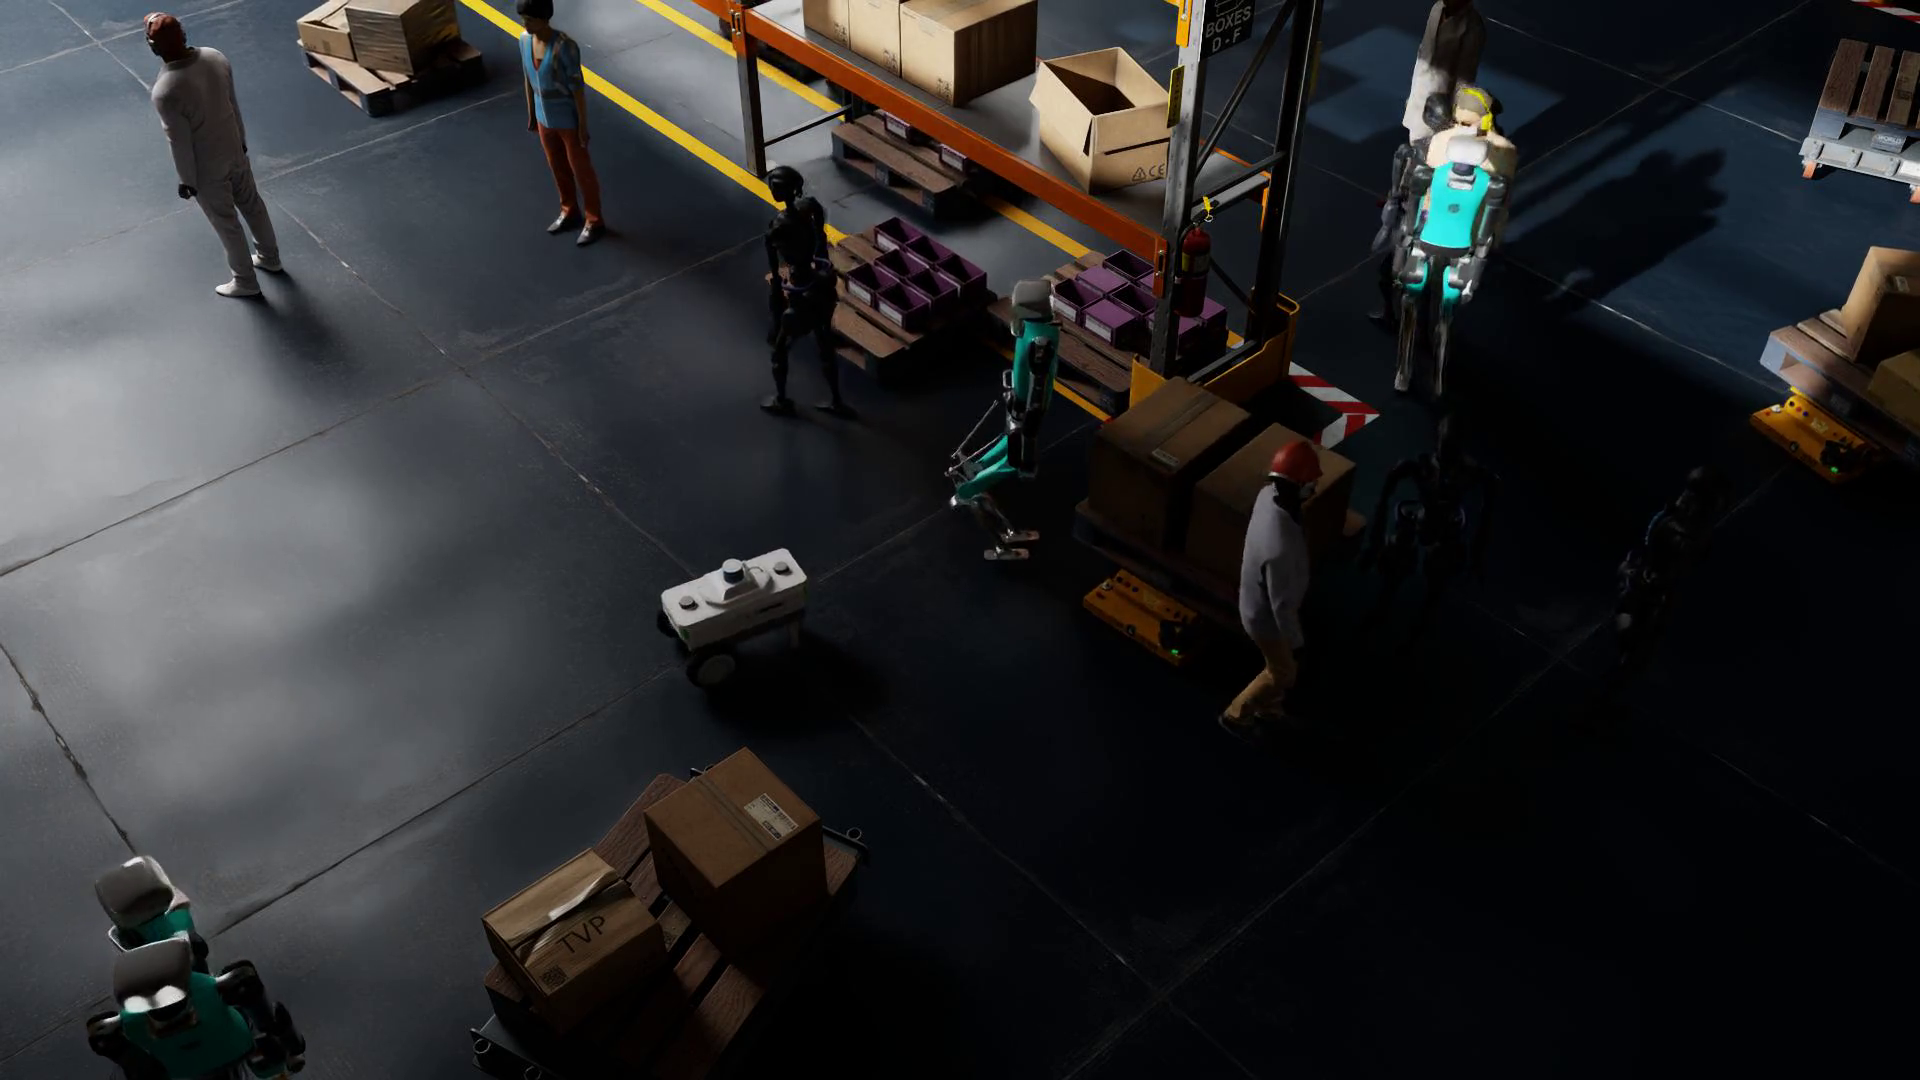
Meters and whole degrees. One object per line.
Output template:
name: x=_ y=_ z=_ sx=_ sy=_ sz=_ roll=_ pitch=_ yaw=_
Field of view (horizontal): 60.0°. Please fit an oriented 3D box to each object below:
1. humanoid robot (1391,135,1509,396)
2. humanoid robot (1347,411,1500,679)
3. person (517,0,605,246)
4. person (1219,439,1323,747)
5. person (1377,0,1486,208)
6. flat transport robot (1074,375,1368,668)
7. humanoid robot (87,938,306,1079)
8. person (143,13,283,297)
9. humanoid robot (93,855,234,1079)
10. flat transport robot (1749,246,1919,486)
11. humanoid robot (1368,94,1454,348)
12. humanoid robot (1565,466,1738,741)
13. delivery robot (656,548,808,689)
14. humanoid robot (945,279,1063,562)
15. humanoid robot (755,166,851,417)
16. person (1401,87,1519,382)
humanoid robot: x=2.814 y=-1.641 z=9.803 sx=0.545 sy=1.810 sz=0.681 roll=10 pitch=43 yaw=10
humanoid robot: x=2.254 y=0.021 z=8.037 sx=0.608 sy=1.649 sz=0.341 roll=4 pitch=43 yaw=5
person: x=-2.669 y=-2.803 z=11.044 sx=0.495 sy=1.759 sz=0.335 roll=21 pitch=47 yaw=22
person: x=1.495 y=0.294 z=7.705 sx=0.421 sy=1.704 sz=0.603 roll=9 pitch=43 yaw=10
person: x=3.202 y=-2.976 z=11.179 sx=0.366 sy=1.833 sz=0.501 roll=-18 pitch=46 yaw=-19
flat transport robot: x=1.371 y=0.101 z=8.984 sx=0.659 sy=0.231 sz=1.431 roll=32 pitch=52 yaw=30
humanoid robot: x=-2.691 y=1.797 z=6.066 sx=0.547 sy=1.745 sz=0.879 roll=-18 pitch=46 yaw=-19
person: x=-4.756 y=-2.424 z=10.528 sx=0.409 sy=1.901 sz=0.638 roll=12 pitch=44 yaw=12
humanoid robot: x=-2.904 y=1.954 z=5.898 sx=0.600 sy=1.786 sz=0.855 roll=30 pitch=50 yaw=28
flat transport robot: x=5.510 y=-0.778 z=9.941 sx=1.431 sy=0.231 sz=0.659 roll=-19 pitch=46 yaw=-19
humanoid robot: x=2.840 y=-1.957 z=10.185 sx=0.612 sy=1.642 sz=0.460 roll=-12 pitch=44 yaw=-13
humanoid robot: x=3.202 y=0.298 z=7.730 sx=0.333 sy=1.640 sz=0.610 roll=12 pitch=44 yaw=13
delivery robot: x=-1.159 y=0.366 z=8.489 sx=0.771 sy=0.599 sz=0.525 roll=-21 pitch=47 yaw=-21
humanoid robot: x=0.162 y=-0.562 z=8.587 sx=0.679 sy=1.754 sz=0.544 roll=0 pitch=43 yaw=0
humanoid robot: x=-0.947 y=-1.428 z=9.616 sx=0.642 sy=1.632 sz=0.605 roll=20 pitch=46 yaw=20
person: x=2.991 y=-1.924 z=10.035 sx=0.546 sy=1.829 sz=0.803 roll=5 pitch=43 yaw=5
